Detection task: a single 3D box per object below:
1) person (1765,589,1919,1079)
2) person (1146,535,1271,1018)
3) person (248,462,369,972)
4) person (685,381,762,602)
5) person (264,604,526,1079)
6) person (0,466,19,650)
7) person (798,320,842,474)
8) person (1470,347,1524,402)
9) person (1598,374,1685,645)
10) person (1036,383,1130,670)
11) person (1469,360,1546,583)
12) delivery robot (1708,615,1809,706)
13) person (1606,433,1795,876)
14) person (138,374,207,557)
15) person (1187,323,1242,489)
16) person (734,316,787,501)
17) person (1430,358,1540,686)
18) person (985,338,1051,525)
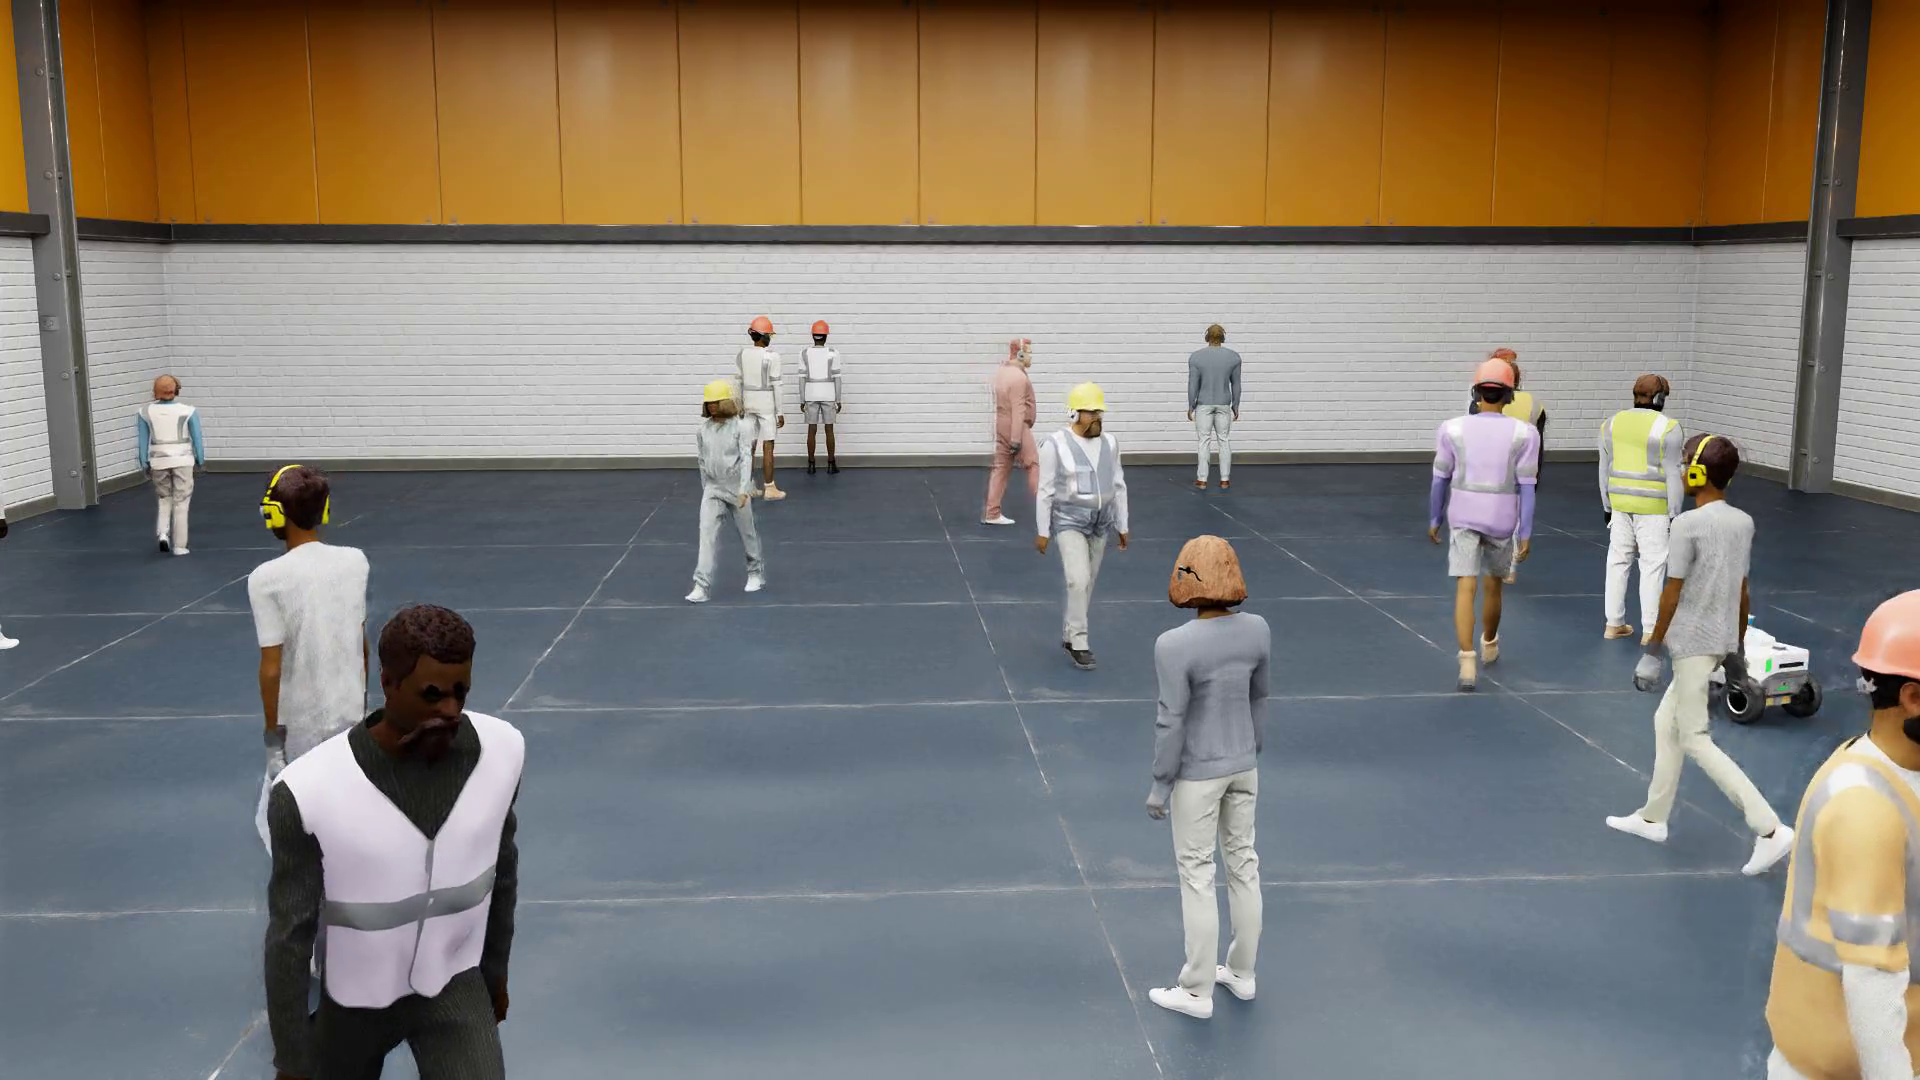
[{"bbox_3d":[1.843,1.020,3.469,0.993,1.893,0.557,7,12,39],"label":"person"},{"bbox_3d":[0.839,0.796,5.633,0.499,1.634,0.285,-6,11,-34],"label":"person"},{"bbox_3d":[-2.275,0.648,5.893,0.419,1.855,0.526,6,11,35],"label":"person"},{"bbox_3d":[-1.812,-0.389,12.895,0.502,1.695,0.916,3,9,17],"label":"person"},{"bbox_3d":[-1.275,1.014,3.765,0.605,1.809,1.176,-8,12,-42],"label":"person"},{"bbox_3d":[-6.590,-0.200,10.968,0.587,1.928,0.362,0,9,-1],"label":"person"},{"bbox_3d":[-1.755,-1.793,20.939,0.548,1.938,0.358,0,9,2],"label":"person"},{"bbox_3d":[4.799,-0.828,15.146,0.573,1.866,0.642,-3,10,-19],"label":"person"},{"bbox_3d":[4.644,-0.207,11.303,0.429,1.838,0.622,-6,11,-33],"label":"person"},{"bbox_3d":[0.834,-0.088,10.598,0.618,1.809,0.697,-5,10,-29],"label":"person"},{"bbox_3d":[4.396,-0.536,13.426,0.663,1.821,0.532,-1,9,-6],"label":"person"},{"bbox_3d":[4.471,0.668,9.518,0.477,0.478,0.707,-3,10,-21],"label":"delivery robot"},{"bbox_3d":[3.185,0.471,7.042,0.524,1.843,0.874,-7,11,-36],"label":"person"},{"bbox_3d":[-6.986,-0.660,14.788,0.526,1.623,0.376,-1,9,-7],"label":"person"},{"bbox_3d":[2.970,-1.561,19.481,0.637,1.938,0.357,-1,9,-4],"label":"person"},{"bbox_3d":[-2.206,-1.462,18.529,0.615,2.041,0.388,5,10,29],"label":"person"},{"bbox_3d":[3.229,-0.122,10.294,0.634,1.991,1.049,3,10,19],"label":"person"},{"bbox_3d":[0.677,-1.069,16.627,0.925,1.870,0.647,-3,9,-17],"label":"person"}]
